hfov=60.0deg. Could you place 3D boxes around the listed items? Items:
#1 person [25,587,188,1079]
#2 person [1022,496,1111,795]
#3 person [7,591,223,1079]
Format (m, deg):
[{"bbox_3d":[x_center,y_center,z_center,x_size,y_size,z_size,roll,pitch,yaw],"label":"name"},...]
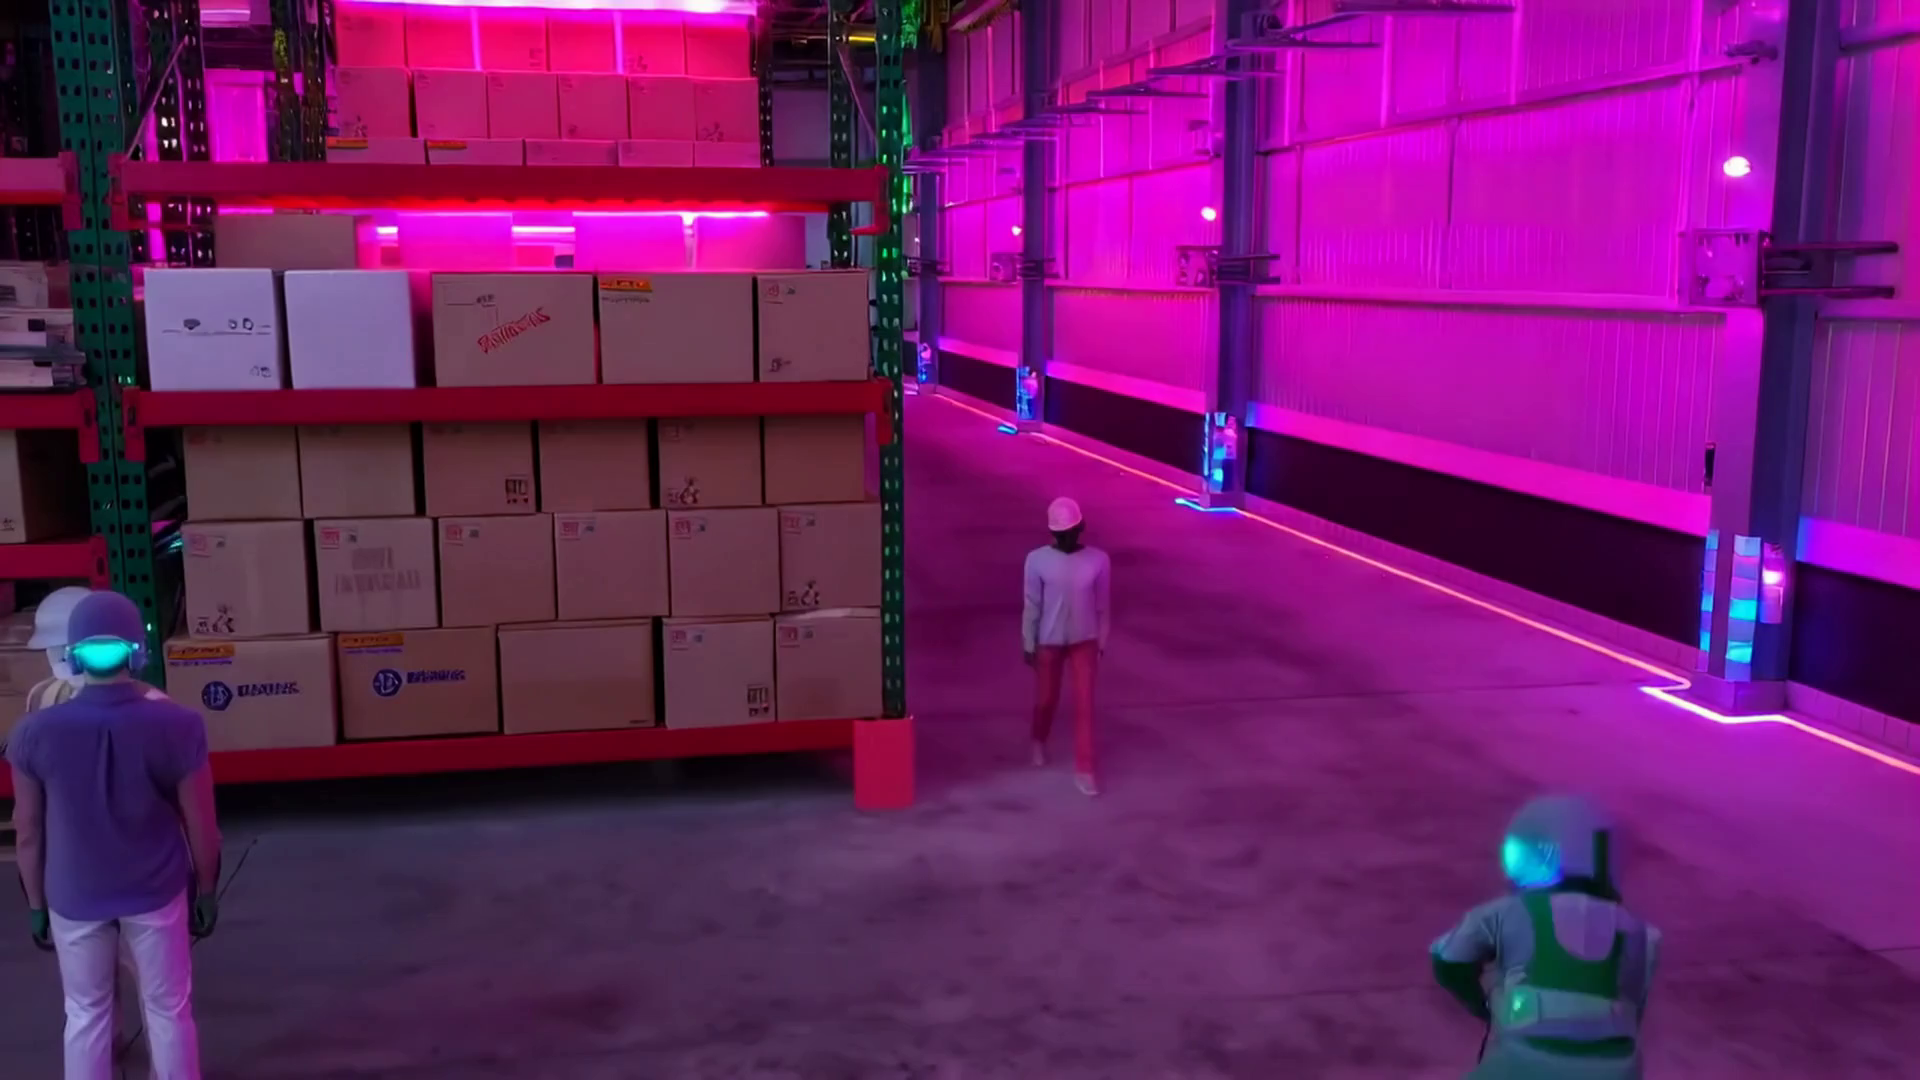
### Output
[{"bbox_3d":[-3.012,1.114,5.847,0.616,1.945,0.404,2,10,15],"label":"person"},{"bbox_3d":[0.617,0.570,9.804,0.540,1.732,0.687,0,9,-3],"label":"person"},{"bbox_3d":[-2.770,1.153,5.513,0.608,1.987,0.402,-4,10,-21],"label":"person"}]
